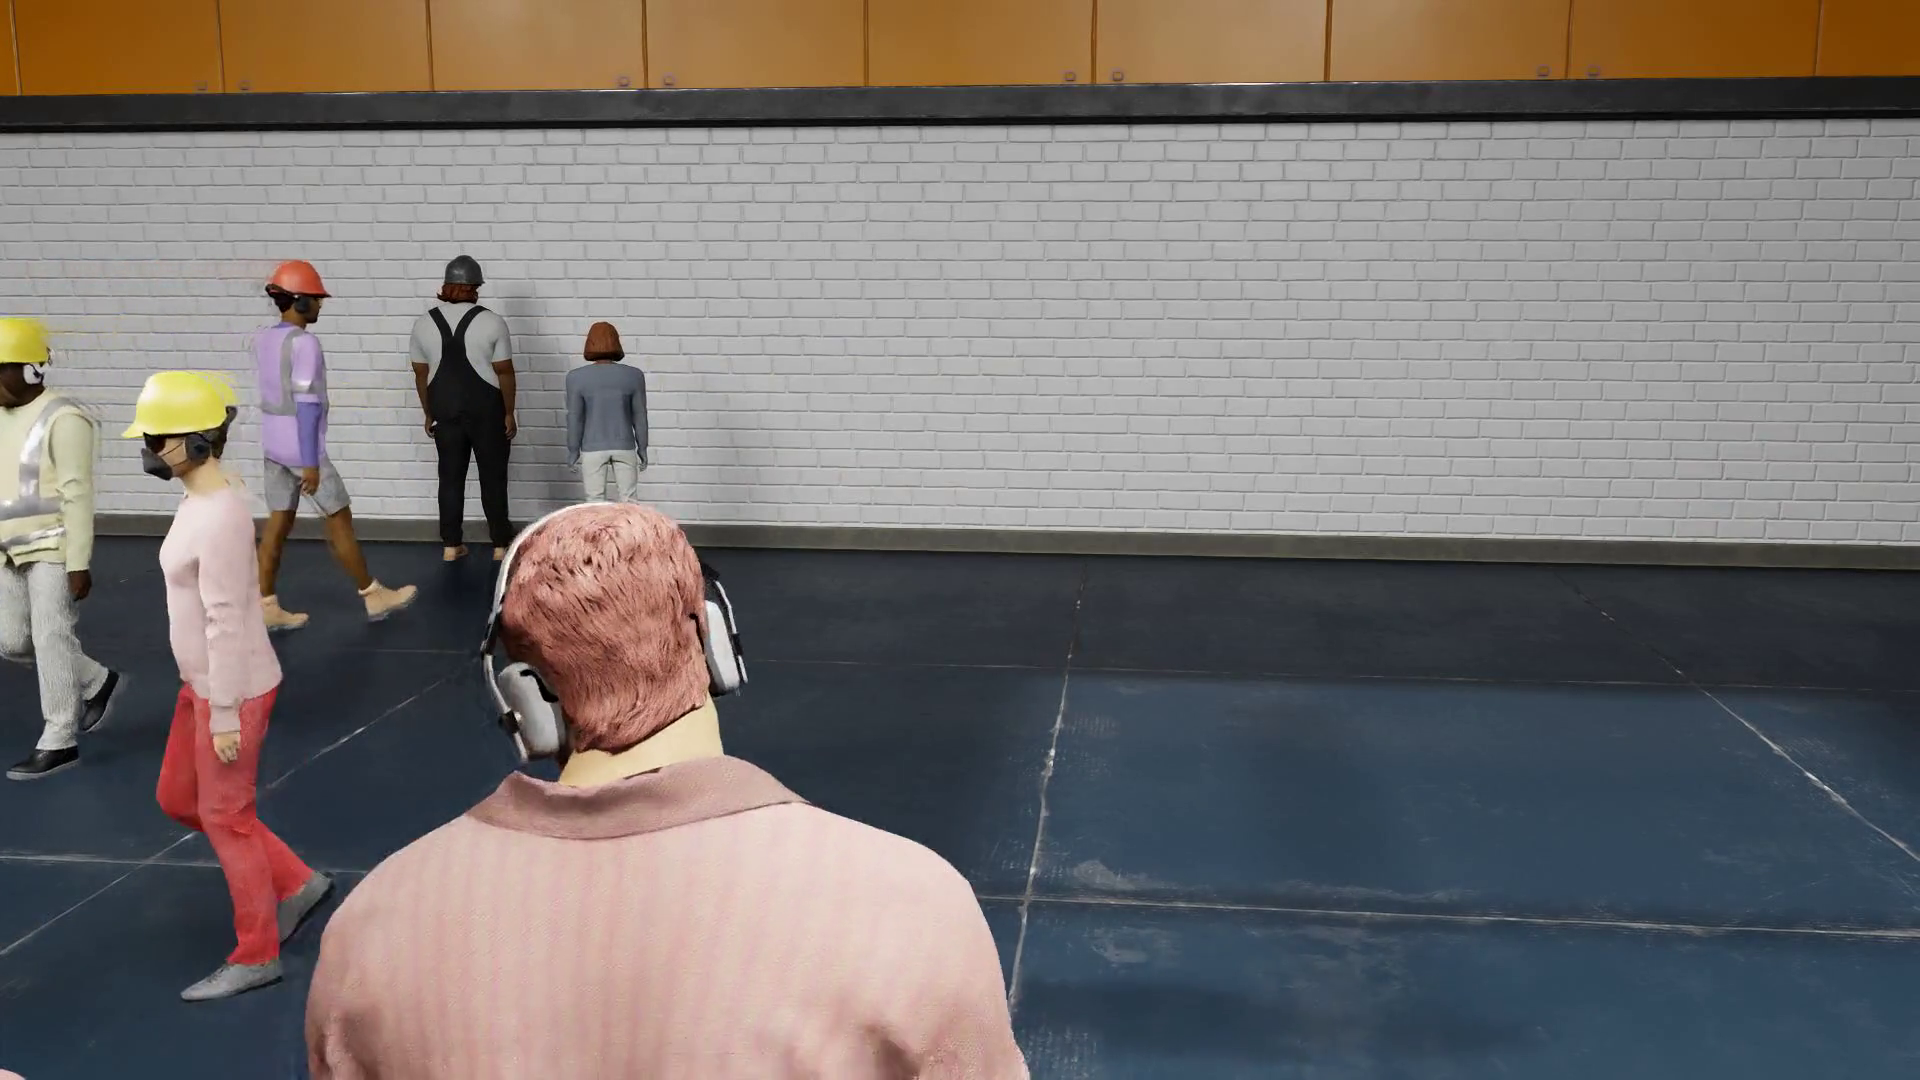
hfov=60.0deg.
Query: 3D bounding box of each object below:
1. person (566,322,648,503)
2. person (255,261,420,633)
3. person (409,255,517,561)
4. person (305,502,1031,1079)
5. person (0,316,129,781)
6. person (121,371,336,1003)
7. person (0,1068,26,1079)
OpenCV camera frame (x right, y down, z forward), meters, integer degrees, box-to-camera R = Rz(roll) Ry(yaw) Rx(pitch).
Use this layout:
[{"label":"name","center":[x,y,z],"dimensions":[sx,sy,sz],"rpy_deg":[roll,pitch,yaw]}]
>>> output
[{"label":"person","center":[-2.192,-0.538,10.361],"dimensions":[0.507,1.631,0.270],"rpy_deg":[-4,11,-22]},{"label":"person","center":[-3.492,-0.507,9.120],"dimensions":[0.643,2.004,0.929],"rpy_deg":[9,13,42]},{"label":"person","center":[-3.265,-0.875,11.120],"dimensions":[0.677,2.000,0.536],"rpy_deg":[1,10,5]},{"label":"person","center":[-0.227,0.886,1.624],"dimensions":[0.697,1.844,0.974],"rpy_deg":[3,10,17]},{"label":"person","center":[-3.620,0.018,6.639],"dimensions":[0.599,1.820,0.545],"rpy_deg":[5,11,26]},{"label":"person","center":[-2.042,0.407,4.591],"dimensions":[0.395,1.751,0.549],"rpy_deg":[-6,11,-29]},{"label":"person","center":[-0.966,0.948,1.471],"dimensions":[0.525,1.769,0.315],"rpy_deg":[1,10,6]}]
